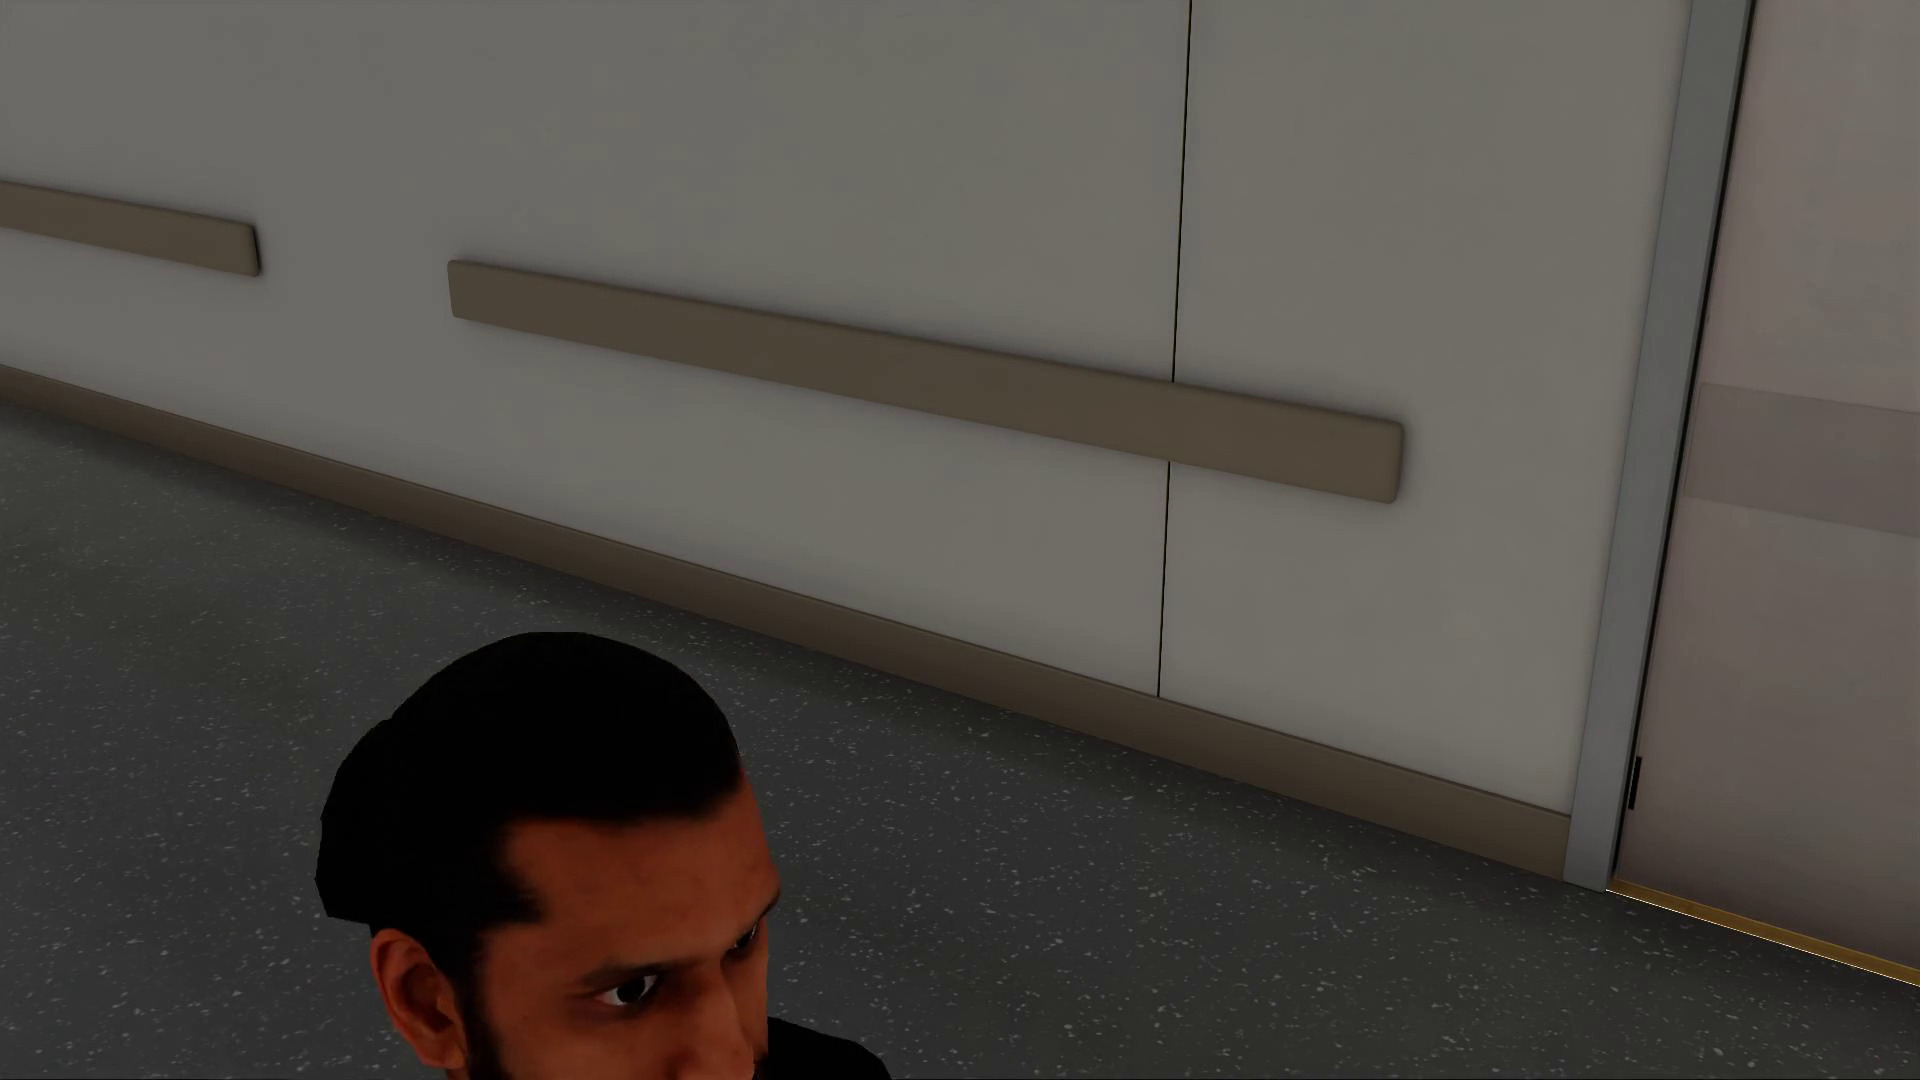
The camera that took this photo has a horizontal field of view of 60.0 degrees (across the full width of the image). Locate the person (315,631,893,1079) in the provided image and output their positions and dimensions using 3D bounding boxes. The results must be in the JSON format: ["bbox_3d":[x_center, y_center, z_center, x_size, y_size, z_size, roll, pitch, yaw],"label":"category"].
[{"bbox_3d":[-0.280,0.857,1.070,1.135,1.731,0.910,-15,26,-35],"label":"person"}]
